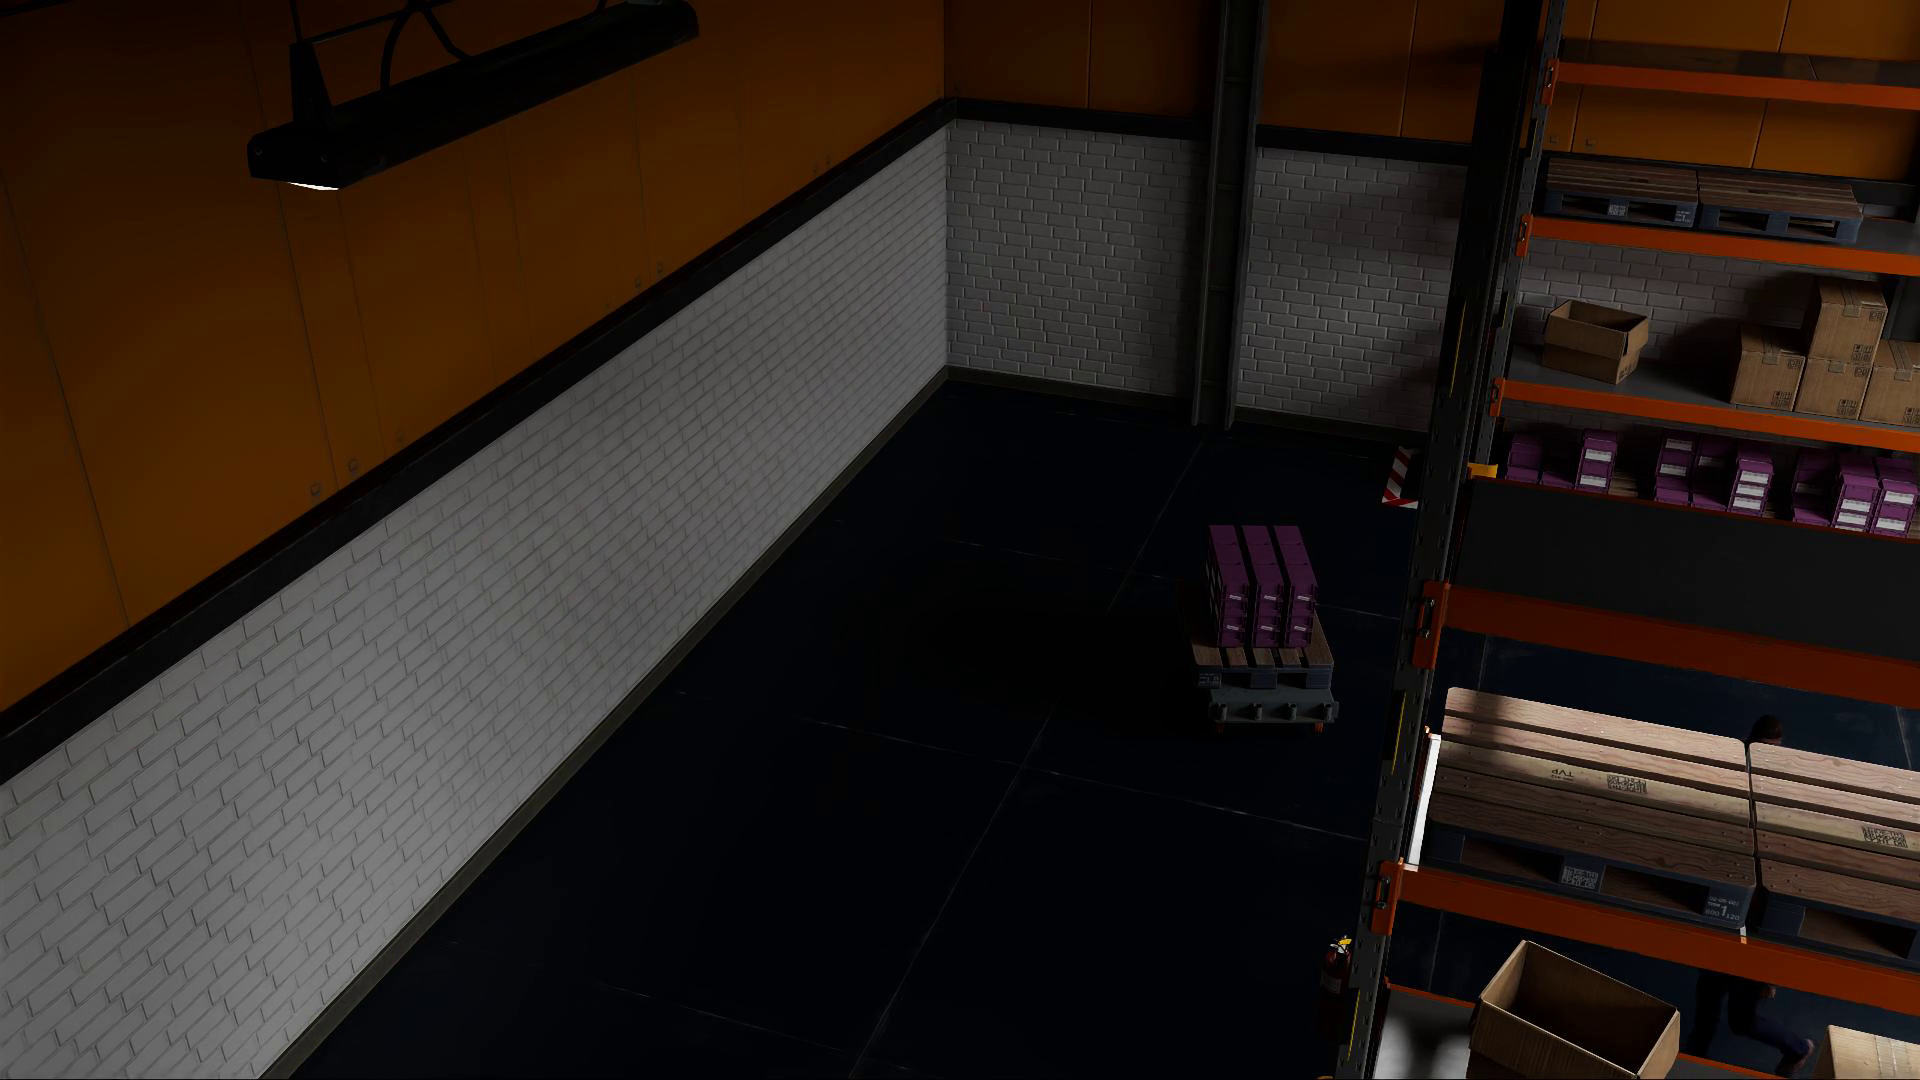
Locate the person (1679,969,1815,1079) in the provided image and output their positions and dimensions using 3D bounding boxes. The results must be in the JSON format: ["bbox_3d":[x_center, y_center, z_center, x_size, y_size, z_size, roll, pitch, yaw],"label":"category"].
[{"bbox_3d":[4.323,2.216,8.949,1.122,1.830,0.909,0,29,0],"label":"person"}]
